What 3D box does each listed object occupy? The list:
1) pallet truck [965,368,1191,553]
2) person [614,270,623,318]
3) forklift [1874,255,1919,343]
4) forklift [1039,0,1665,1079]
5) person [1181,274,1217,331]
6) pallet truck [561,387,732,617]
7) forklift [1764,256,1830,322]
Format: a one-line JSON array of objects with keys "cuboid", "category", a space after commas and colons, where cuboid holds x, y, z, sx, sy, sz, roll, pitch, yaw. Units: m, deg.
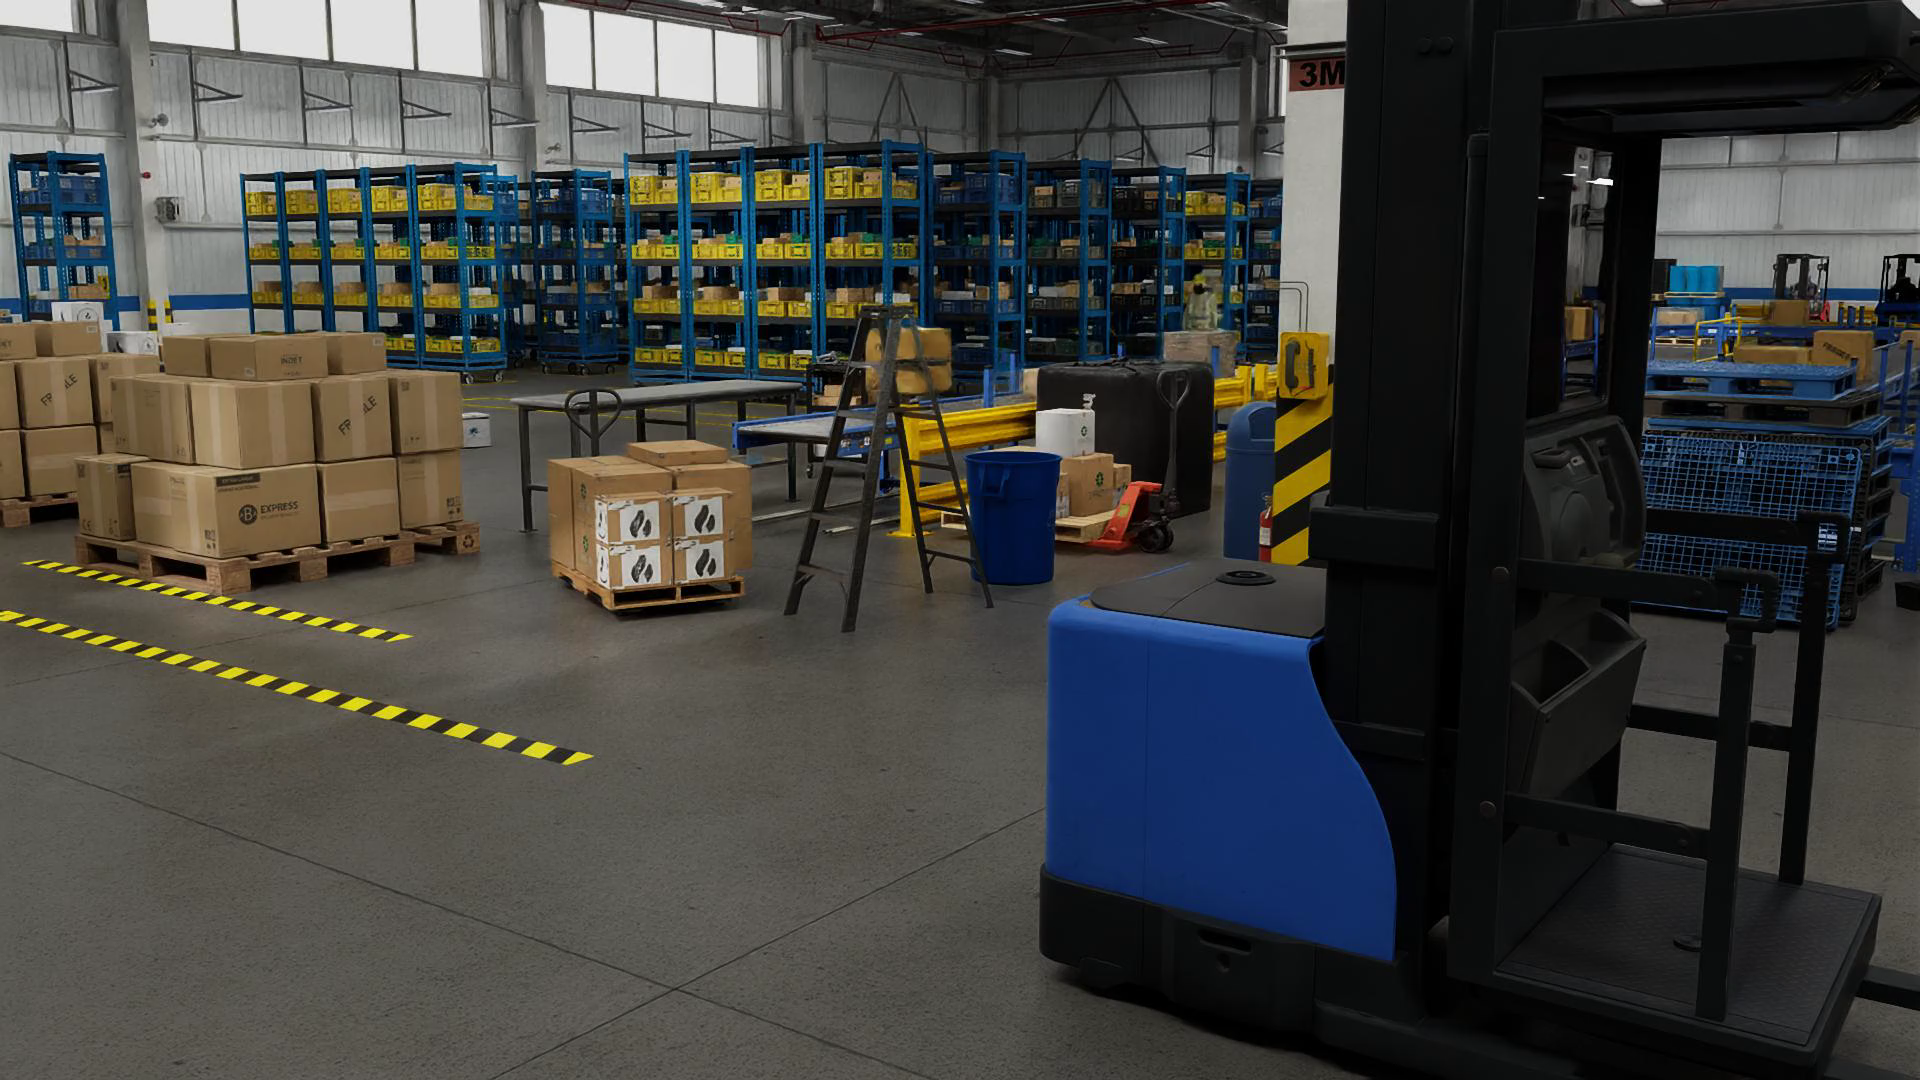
[{"cuboid": [0.845, -0.609, 11.869, 1.630, 1.274, 0.653, 7, 12, 35], "category": "pallet truck"}, {"cuboid": [-8.226, -5.695, 40.708, 0.582, 1.804, 0.669, 3, 10, 17], "category": "person"}, {"cuboid": [22.089, -5.634, 38.796, 1.157, 1.987, 2.680, 6, 11, 33], "category": "forklift"}, {"cuboid": [1.249, -0.137, 4.360, 1.873, 2.768, 1.129, 7, 12, 35], "category": "forklift"}, {"cuboid": [3.999, -3.597, 28.208, 0.908, 1.783, 0.614, -9, 13, -44], "category": "person"}, {"cuboid": [-1.981, -0.274, 10.088, 0.680, 1.201, 1.601, -5, 11, -28], "category": "pallet truck"}, {"cuboid": [20.253, -5.854, 40.139, 1.157, 1.987, 2.680, 7, 12, 35], "category": "forklift"}]
